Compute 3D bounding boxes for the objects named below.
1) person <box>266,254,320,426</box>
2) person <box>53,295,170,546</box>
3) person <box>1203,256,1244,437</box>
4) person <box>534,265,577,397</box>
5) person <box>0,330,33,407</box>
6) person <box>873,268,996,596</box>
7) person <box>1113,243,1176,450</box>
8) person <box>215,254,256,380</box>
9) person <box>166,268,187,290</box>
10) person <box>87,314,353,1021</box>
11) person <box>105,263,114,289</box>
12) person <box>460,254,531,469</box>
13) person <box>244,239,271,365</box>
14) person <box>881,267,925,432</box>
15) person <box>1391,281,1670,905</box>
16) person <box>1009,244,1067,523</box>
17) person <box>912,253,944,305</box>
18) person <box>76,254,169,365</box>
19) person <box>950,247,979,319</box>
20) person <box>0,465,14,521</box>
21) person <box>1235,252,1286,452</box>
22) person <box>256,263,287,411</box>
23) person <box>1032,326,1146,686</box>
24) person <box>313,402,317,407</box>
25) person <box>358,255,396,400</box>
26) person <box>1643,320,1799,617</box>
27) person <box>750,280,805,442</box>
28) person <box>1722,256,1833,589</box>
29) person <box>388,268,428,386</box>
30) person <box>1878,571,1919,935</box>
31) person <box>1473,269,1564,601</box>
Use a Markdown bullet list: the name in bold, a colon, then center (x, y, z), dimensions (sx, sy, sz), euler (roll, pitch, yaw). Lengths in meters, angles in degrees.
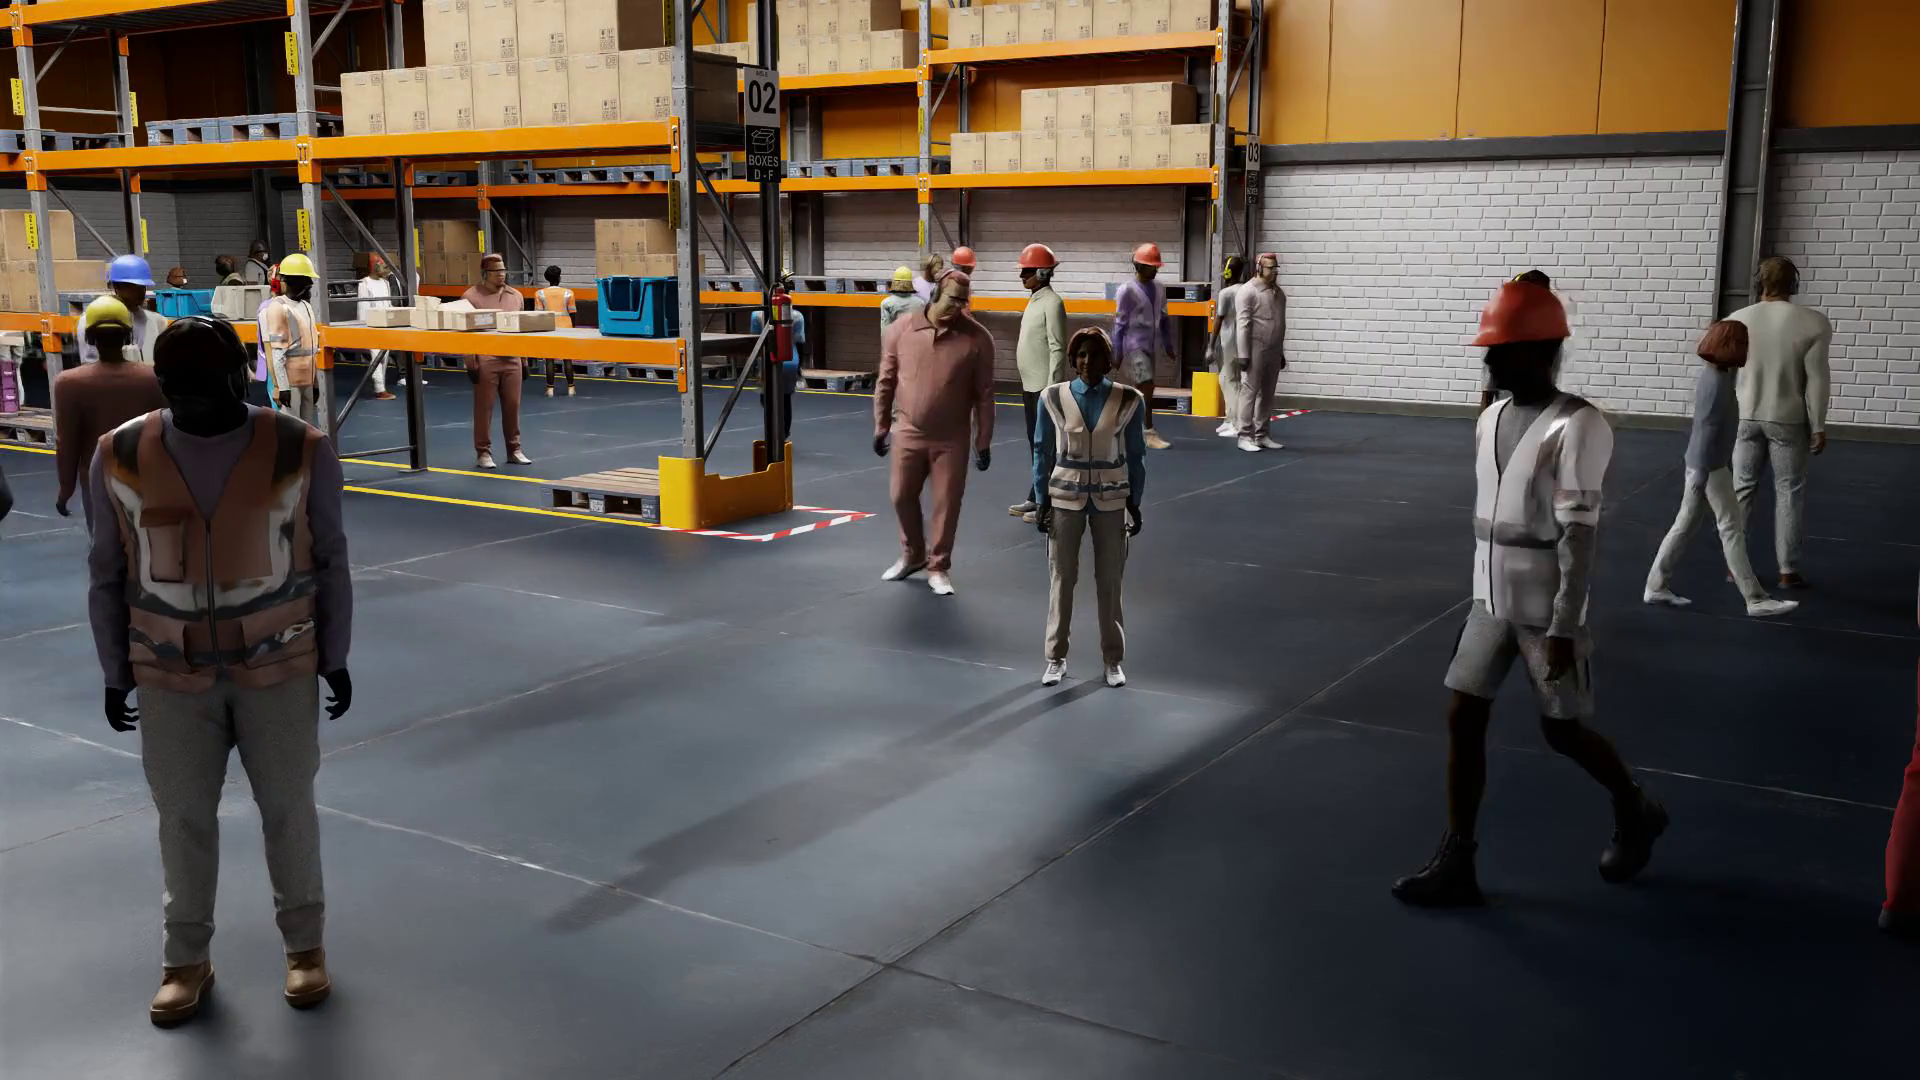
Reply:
- **person**: center (-5.114, -1.245, 12.882), dimensions (0.404, 1.919, 0.585), euler (1, 10, 4)
- **person**: center (-4.012, -0.276, 7.956), dimensions (0.542, 1.774, 0.361), euler (-8, 13, -36)
- **person**: center (2.730, -1.977, 17.125), dimensions (0.621, 1.852, 0.532), euler (9, 13, 40)
- **person**: center (-5.222, -2.695, 21.508), dimensions (0.534, 1.698, 0.322), euler (-3, 11, -15)
- **person**: center (-11.117, -2.268, 19.337), dimensions (0.488, 1.618, 0.555), euler (7, 12, 33)
- **person**: center (-0.136, -0.623, 9.574), dimensions (0.711, 1.868, 0.633), euler (1, 10, 7)
- **person**: center (1.701, -1.901, 16.311), dimensions (0.656, 2.002, 0.960), euler (-10, 14, -43)
- **person**: center (-9.929, -2.968, 22.675), dimensions (0.444, 1.825, 0.624), euler (-5, 11, -27)
- **person**: center (-10.953, -3.000, 23.380), dimensions (0.280, 1.634, 0.499), euler (-3, 11, -14)
- **person**: center (-1.913, 0.336, 4.343), dimensions (0.634, 1.834, 0.429), euler (-3, 11, -16)
- **person**: center (-10.097, -2.417, 19.853), dimensions (0.621, 1.748, 0.538), euler (4, 11, 19)
- **person**: center (-4.120, -1.588, 14.841), dimensions (0.396, 1.900, 0.647), euler (9, 14, 42)
- **person**: center (-11.331, -3.870, 27.076), dimensions (0.535, 2.000, 0.687), euler (-2, 10, -9)
- **person**: center (-0.604, -2.013, 17.609), dimensions (0.492, 1.742, 0.320), euler (-2, 10, -13)
- **person**: center (1.803, 0.171, 5.075), dimensions (0.894, 1.909, 0.567), euler (-4, 11, -22)
- **person**: center (0.569, -1.124, 11.986), dimensions (0.390, 1.992, 0.624), euler (-3, 11, -14)
- **person**: center (-0.359, -2.221, 18.396), dimensions (0.984, 1.885, 0.628), euler (8, 13, 37)
- **person**: center (-5.112, -0.792, 10.313), dimensions (0.433, 1.931, 0.629), euler (6, 12, 29)
- **person**: center (-0.014, -2.352, 18.958), dimensions (0.415, 1.952, 0.702), euler (-2, 11, -13)
- **person**: center (-5.519, -0.535, 9.202), dimensions (0.397, 1.824, 0.582), euler (1, 10, 6)
- **person**: center (2.924, -1.805, 16.005), dimensions (0.651, 1.906, 0.403), euler (-9, 14, -41)
- **person**: center (-5.259, -1.225, 12.959), dimensions (0.387, 1.846, 0.566), euler (-1, 10, -3)
- **person**: center (0.586, -0.148, 7.568), dimensions (0.516, 1.638, 0.308), euler (1, 10, 3)
- **person**: center (-8.017, -2.511, 20.115), dimensions (0.587, 1.835, 0.403), euler (-10, 14, -43)
- **person**: center (-7.448, -2.726, 21.304), dimensions (0.701, 1.846, 0.652), euler (4, 11, 22)
- **person**: center (4.153, -0.387, 9.019), dimensions (0.779, 1.591, 0.522), euler (4, 11, 21)
- **person**: center (-1.732, -1.682, 15.956), dimensions (0.537, 1.674, 0.645), euler (-3, 11, -18)
- **person**: center (4.721, -0.681, 9.717), dimensions (0.651, 1.931, 0.418), euler (9, 14, 41)
- **person**: center (-7.726, -3.113, 23.219), dimensions (0.369, 1.917, 0.598), euler (3, 11, 17)
- **person**: center (2.895, 0.323, 4.635), dimensions (0.329, 1.761, 0.526), euler (-3, 11, -16)
- **person**: center (2.841, -0.422, 8.432), dimensions (0.510, 1.877, 0.328), euler (-4, 11, -23)
